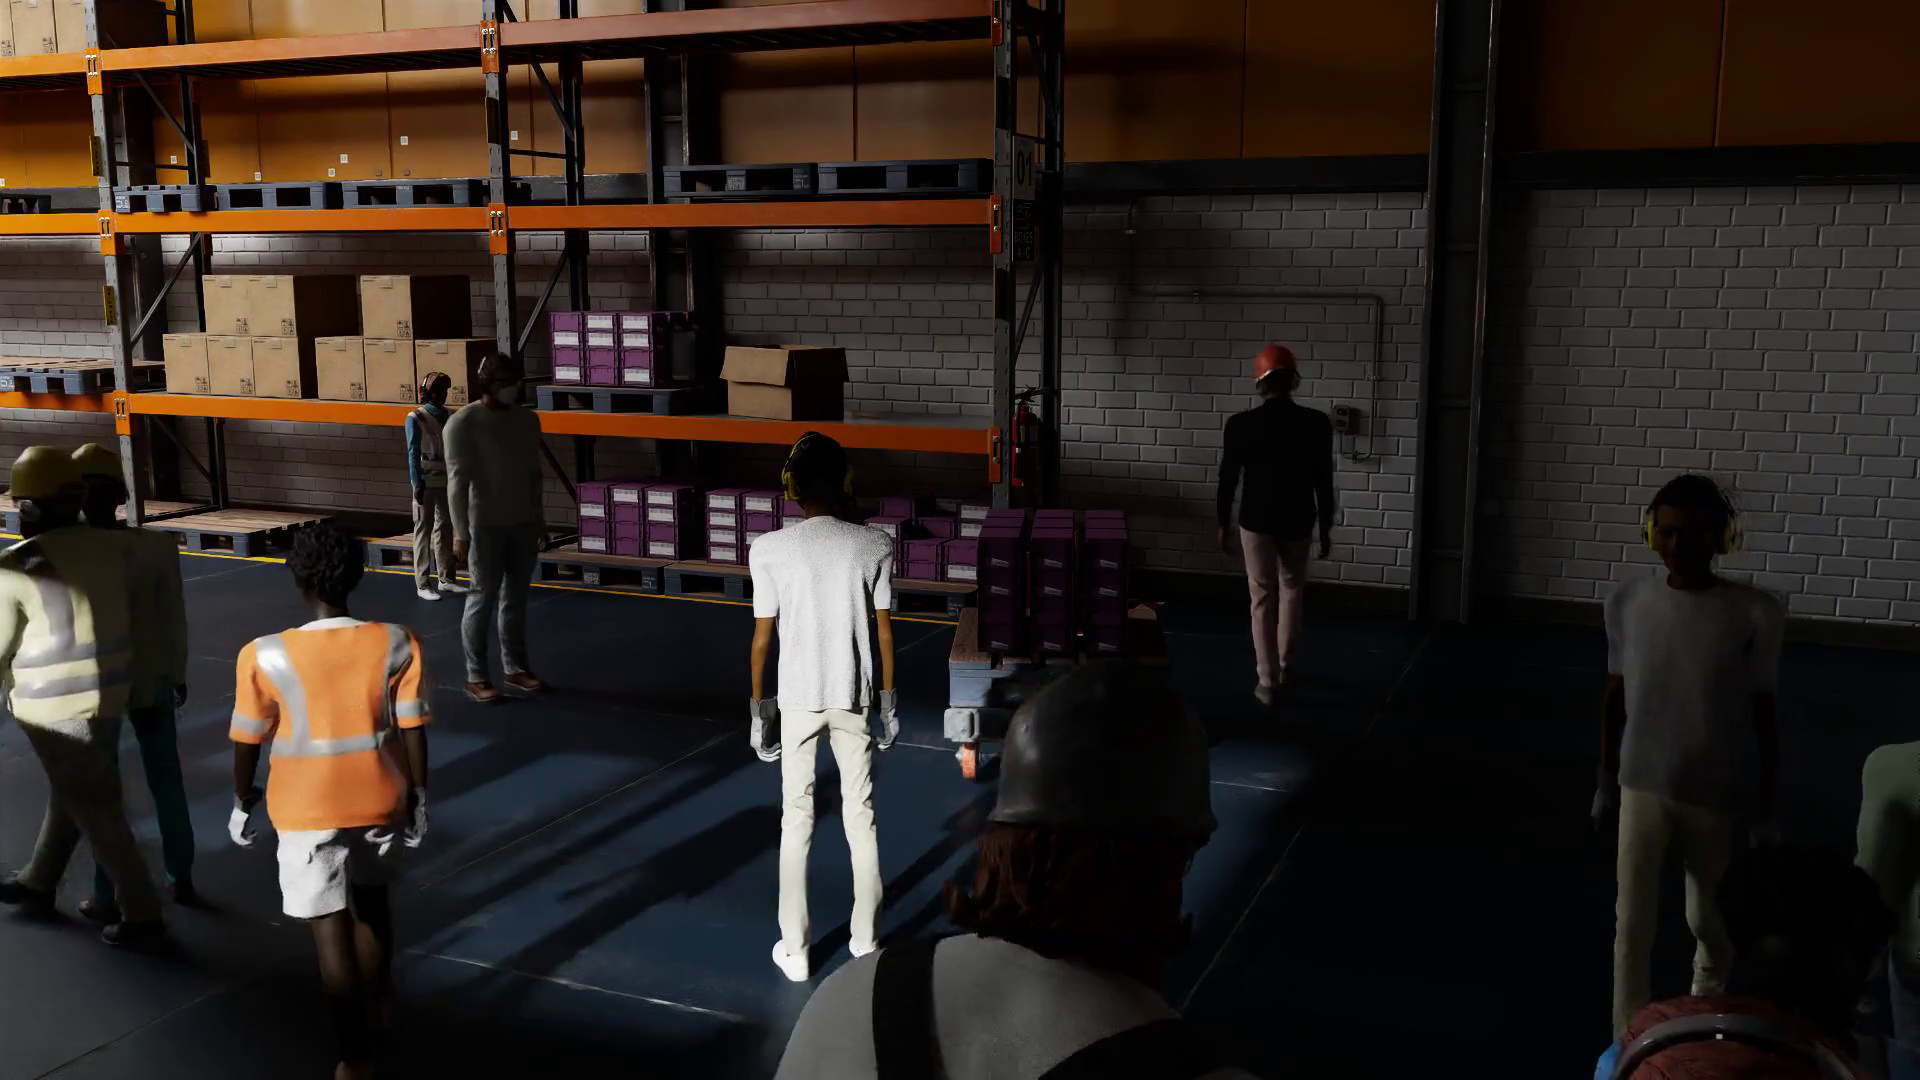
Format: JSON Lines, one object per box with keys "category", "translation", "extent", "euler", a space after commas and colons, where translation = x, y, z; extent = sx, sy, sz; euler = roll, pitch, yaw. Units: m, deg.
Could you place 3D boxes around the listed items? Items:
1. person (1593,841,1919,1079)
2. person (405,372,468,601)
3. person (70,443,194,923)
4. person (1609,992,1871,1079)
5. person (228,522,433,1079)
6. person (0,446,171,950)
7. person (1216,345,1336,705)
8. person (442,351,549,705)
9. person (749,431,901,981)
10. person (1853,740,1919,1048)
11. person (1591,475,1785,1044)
{"category": "person", "translation": [1.089, 1.222, 2.244], "extent": [0.550, 1.663, 0.709], "euler": [5, 11, 26]}
{"category": "person", "translation": [-3.781, -0.394, 12.029], "extent": [0.314, 1.642, 0.514], "euler": [5, 11, 26]}
{"category": "person", "translation": [-3.134, 0.523, 6.164], "extent": [0.326, 1.765, 0.530], "euler": [9, 13, 43]}
{"category": "person", "translation": [0.724, 1.252, 1.557], "extent": [0.702, 1.862, 0.880], "euler": [2, 10, 12]}
{"category": "person", "translation": [-1.880, 0.774, 4.937], "extent": [0.543, 1.668, 0.755], "euler": [-7, 12, -38]}
{"category": "person", "translation": [-3.199, 0.557, 5.910], "extent": [0.932, 1.780, 0.591], "euler": [3, 10, 15]}
{"category": "person", "translation": [1.752, -0.109, 9.349], "extent": [0.636, 1.957, 0.865], "euler": [0, 9, 2]}
{"category": "person", "translation": [-2.555, -0.075, 9.229], "extent": [0.355, 1.936, 0.635], "euler": [6, 11, 34]}
{"category": "person", "translation": [-0.454, 0.566, 5.640], "extent": [0.518, 1.862, 0.319], "euler": [-2, 10, -11]}
{"category": "person", "translation": [2.369, 0.986, 3.908], "extent": [0.495, 1.590, 0.823], "euler": [7, 12, 37]}
{"category": "person", "translation": [2.119, 0.709, 4.837], "extent": [0.527, 1.841, 0.864], "euler": [7, 12, 34]}
